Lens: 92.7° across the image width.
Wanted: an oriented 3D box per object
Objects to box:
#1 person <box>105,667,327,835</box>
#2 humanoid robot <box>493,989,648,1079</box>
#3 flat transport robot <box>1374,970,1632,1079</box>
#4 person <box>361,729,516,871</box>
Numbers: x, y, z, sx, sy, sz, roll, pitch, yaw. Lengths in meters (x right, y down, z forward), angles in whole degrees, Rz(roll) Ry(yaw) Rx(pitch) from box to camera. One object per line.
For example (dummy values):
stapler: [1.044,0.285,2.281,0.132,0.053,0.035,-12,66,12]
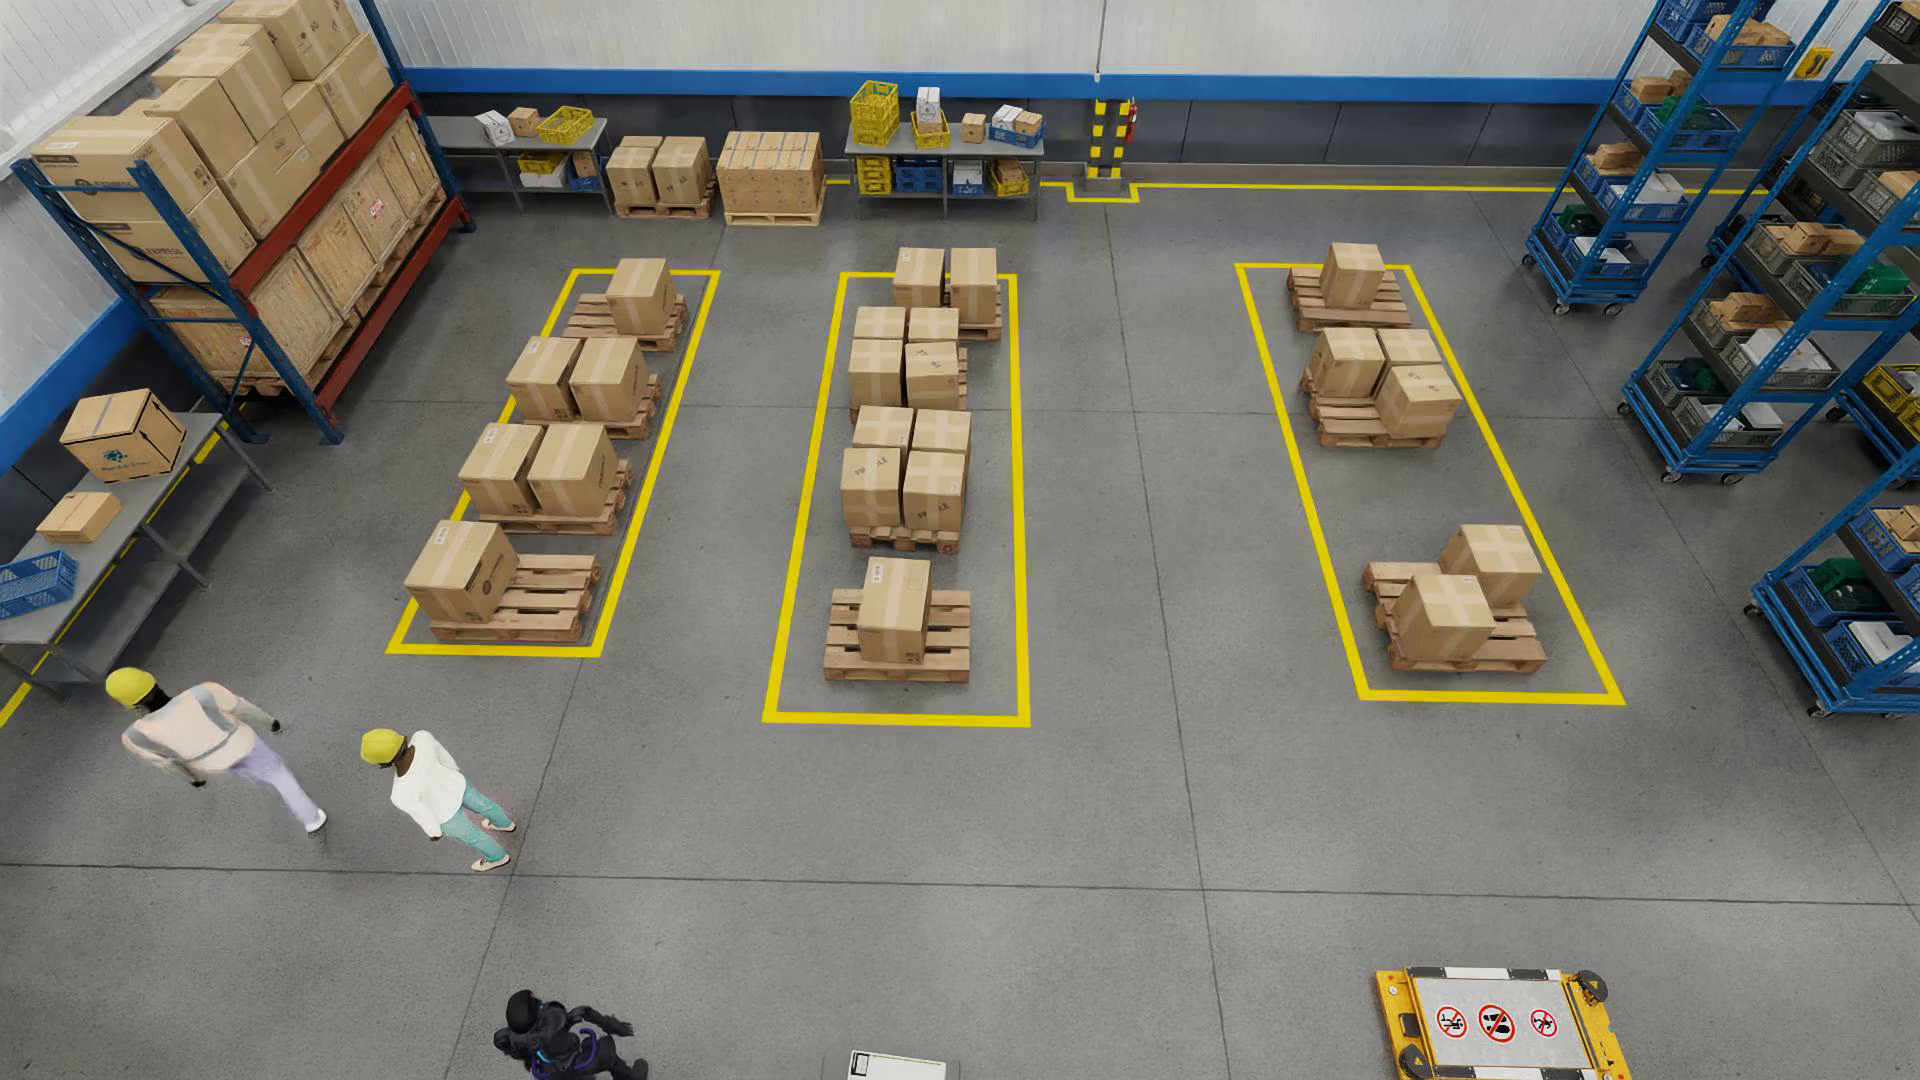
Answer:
person: [-5.044,1.425,6.279,0.608,1.891,0.876,-37,60,-26]
humanoid robot: [-2.208,2.912,5.207,0.601,1.648,0.365,-11,52,-9]
flat transport robot: [3.501,3.133,5.914,1.431,0.197,0.652,1,51,1]
person: [-3.464,1.728,6.110,0.326,1.767,0.530,-3,51,-3]
